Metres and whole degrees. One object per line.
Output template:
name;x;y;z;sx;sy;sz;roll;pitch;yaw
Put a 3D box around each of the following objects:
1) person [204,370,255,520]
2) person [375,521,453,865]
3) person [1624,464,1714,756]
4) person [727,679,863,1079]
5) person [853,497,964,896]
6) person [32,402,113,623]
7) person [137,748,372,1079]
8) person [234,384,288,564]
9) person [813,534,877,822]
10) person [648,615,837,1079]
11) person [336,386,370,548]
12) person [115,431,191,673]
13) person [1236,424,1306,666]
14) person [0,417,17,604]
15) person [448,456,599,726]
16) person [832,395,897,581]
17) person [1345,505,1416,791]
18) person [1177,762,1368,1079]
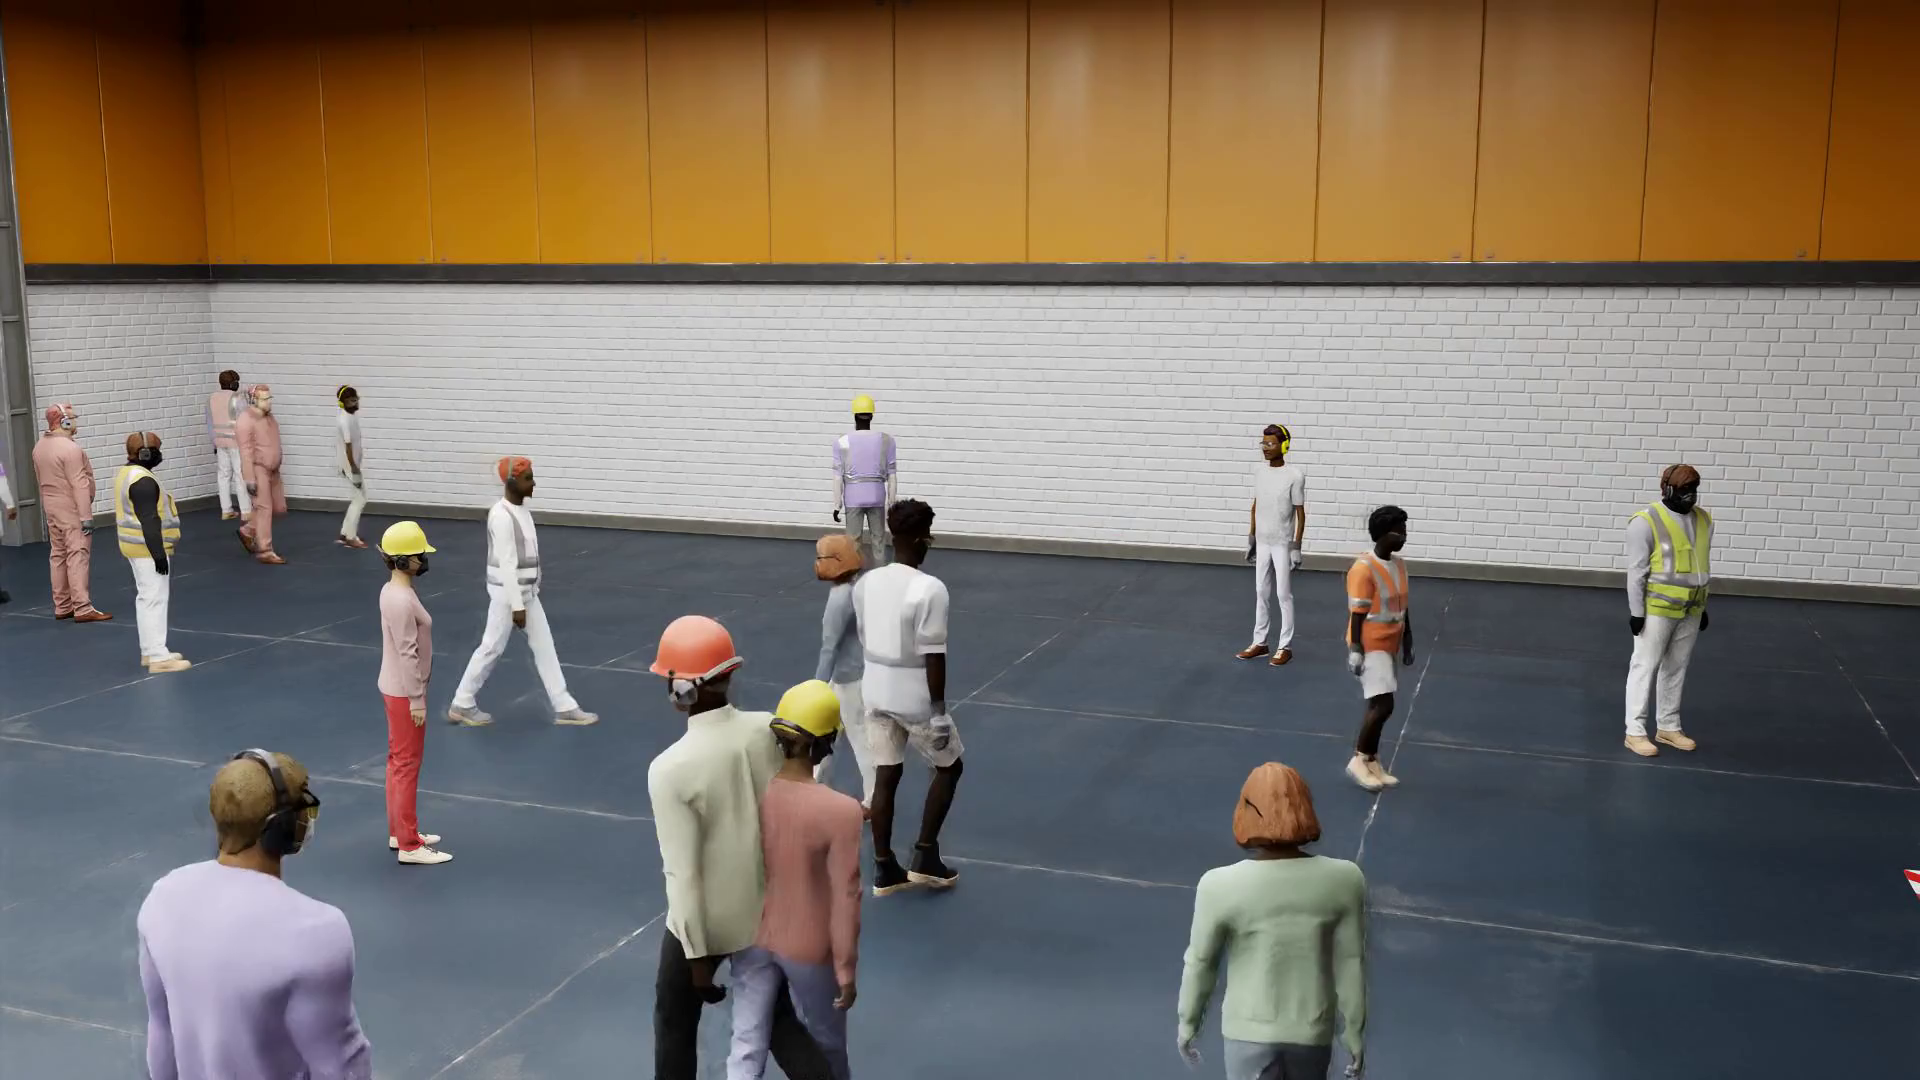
person;-8.889;-1.157;20.362;0.619;1.845;0.430;3;10;19
person;-2.831;0.781;8.575;0.314;1.769;0.524;-4;10;-25
person;4.482;0.435;10.488;0.630;1.842;0.429;-4;10;-22
person;-0.541;1.301;5.473;0.571;1.713;0.896;4;10;23
person;-0.234;0.766;8.109;0.648;1.945;0.558;8;12;42
person;-7.712;-0.236;14.435;0.643;1.913;0.411;6;11;33
person;-1.665;1.442;3.977;0.627;1.928;0.468;6;11;32
person;-7.307;-0.678;17.279;0.563;1.885;0.650;1;9;7
person;-0.749;0.765;9.133;0.739;1.600;0.528;0;9;3
person;-0.694;1.209;5.357;0.966;1.956;0.607;8;12;41
person;-6.689;-0.799;18.238;0.349;1.809;0.653;-3;10;-16
person;-6.170;0.089;12.677;0.429;1.835;0.628;-6;11;-33
person;2.430;0.034;12.880;0.332;1.874;0.520;-8;12;-39
person;-8.904;-0.353;15.164;0.594;1.913;0.427;4;10;26
person;-2.975;0.354;11.049;1.007;1.837;0.586;1;9;4
person;-0.870;-0.357;15.139;0.594;1.924;0.372;-2;9;-12
person;2.471;0.630;9.712;0.390;1.686;0.555;8;12;40
person;0.907;1.434;4.976;0.526;1.604;0.682;-1;9;-6
